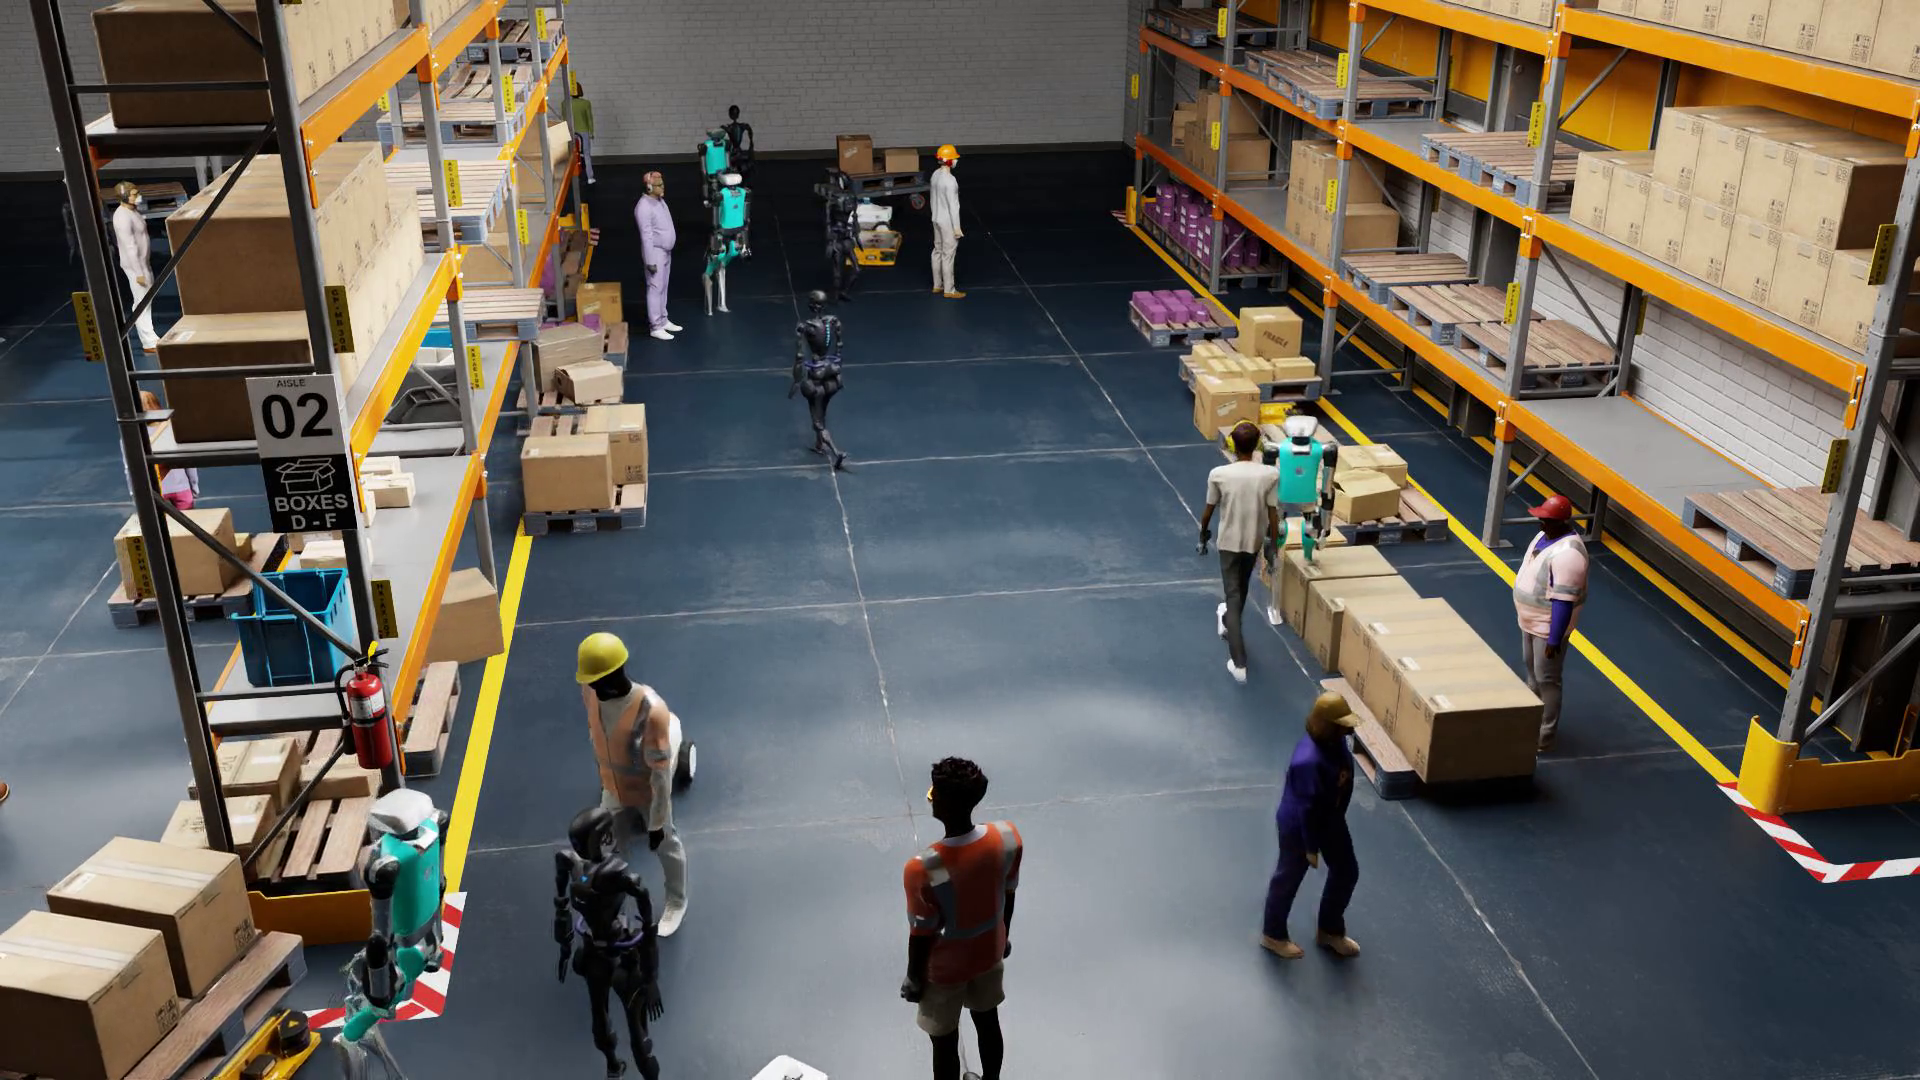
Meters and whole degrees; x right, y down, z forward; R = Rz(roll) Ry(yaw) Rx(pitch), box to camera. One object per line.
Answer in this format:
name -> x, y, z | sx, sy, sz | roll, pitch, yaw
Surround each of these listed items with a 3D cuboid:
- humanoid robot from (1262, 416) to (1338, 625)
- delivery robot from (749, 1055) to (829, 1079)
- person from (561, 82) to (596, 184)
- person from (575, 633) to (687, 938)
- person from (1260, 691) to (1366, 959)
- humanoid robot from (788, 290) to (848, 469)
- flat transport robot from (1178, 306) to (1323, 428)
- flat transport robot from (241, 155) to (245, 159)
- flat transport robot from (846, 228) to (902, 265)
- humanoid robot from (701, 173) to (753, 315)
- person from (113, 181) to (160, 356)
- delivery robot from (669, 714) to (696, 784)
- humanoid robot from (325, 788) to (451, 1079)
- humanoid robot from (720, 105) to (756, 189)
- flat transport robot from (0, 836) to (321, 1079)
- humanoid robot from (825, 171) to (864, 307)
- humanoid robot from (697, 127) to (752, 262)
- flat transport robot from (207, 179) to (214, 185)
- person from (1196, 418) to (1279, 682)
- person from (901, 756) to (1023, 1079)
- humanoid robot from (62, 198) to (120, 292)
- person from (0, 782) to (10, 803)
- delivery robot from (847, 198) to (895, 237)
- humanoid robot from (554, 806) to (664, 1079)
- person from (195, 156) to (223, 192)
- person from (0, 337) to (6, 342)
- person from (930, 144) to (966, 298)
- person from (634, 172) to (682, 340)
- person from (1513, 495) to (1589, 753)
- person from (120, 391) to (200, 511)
humanoid robot -> 2.439, -0.163, 12.198 | 0.541, 1.743, 0.808 | 3, 24, 6
delivery robot -> -0.883, 2.622, 7.320 | 0.499, 0.570, 0.750 | 15, 28, 30
person -> -6.210, -6.633, 27.102 | 0.495, 1.626, 0.285 | 0, 24, 0
person -> -1.738, 1.340, 8.610 | 0.613, 1.876, 0.868 | 13, 27, 27
person -> 1.871, 1.508, 8.582 | 0.607, 1.607, 0.468 | 20, 31, 38
humanoid robot -> -1.252, -1.503, 15.384 | 0.593, 1.644, 0.691 | -21, 31, -39
flat transport robot -> 2.950, -1.414, 16.900 | 0.659, 0.231, 1.431 | -3, 24, -8
flat transport robot -> -9.958, -5.001, 25.071 | 1.431, 0.231, 0.659 | -18, 29, -35
flat transport robot -> -1.173, -4.021, 22.838 | 0.659, 0.231, 1.431 | 1, 24, 2
humanoid robot -> -2.857, -3.528, 19.928 | 0.538, 1.797, 0.814 | -19, 30, -36
person -> -9.112, -3.021, 18.485 | 0.372, 1.940, 0.626 | -8, 25, -18
delivery robot -> -1.925, 1.370, 10.214 | 0.499, 0.605, 0.799 | 0, 24, 1
humanoid robot -> -2.650, 1.904, 7.525 | 0.780, 1.787, 0.542 | 6, 24, 13
humanoid robot -> -3.341, -5.641, 24.792 | 0.588, 1.642, 0.545 | -11, 26, -24
flat transport robot -> -3.919, 2.473, 8.044 | 1.431, 0.231, 0.659 | 5, 24, 12
humanoid robot -> -1.440, -3.666, 20.275 | 0.344, 1.644, 0.584 | 18, 29, 35
humanoid robot -> -3.074, -4.573, 22.350 | 0.825, 1.856, 0.530 | 21, 31, 39
flat transport robot -> -11.253, -5.676, 26.609 | 1.431, 0.231, 0.659 | 6, 24, 13
person -> 1.938, 0.002, 11.739 | 0.498, 1.819, 0.973 | -3, 24, -6
person -> -0.006, 1.827, 7.406 | 0.605, 1.966, 0.368 | -18, 29, -35
humanoid robot -> -10.500, -3.577, 20.106 | 0.736, 1.628, 0.608 | 21, 31, 39
person -> -6.139, 0.747, 9.829 | 0.611, 1.997, 0.375 | -3, 24, -8
delivery robot -> -1.305, -4.577, 23.762 | 0.799, 0.605, 0.499 | 1, 24, 3
humanoid robot -> -1.591, 1.908, 7.600 | 0.601, 1.633, 0.342 | 11, 26, 24
person -> -11.622, -6.116, 25.657 | 0.429, 1.840, 0.636 | 19, 30, 36
person -> -11.189, -3.022, 18.738 | 0.381, 1.738, 0.578 | 16, 28, 31
person -> -0.164, -3.962, 20.682 | 0.355, 1.895, 0.581 | -13, 27, -28
person -> -3.457, -3.274, 19.102 | 0.412, 1.907, 0.643 | 3, 24, 7
person -> 3.735, 0.523, 10.656 | 0.418, 1.745, 0.599 | 0, 24, 0
person -> -6.119, -0.359, 12.806 | 0.498, 1.629, 0.287 | -16, 28, -31
